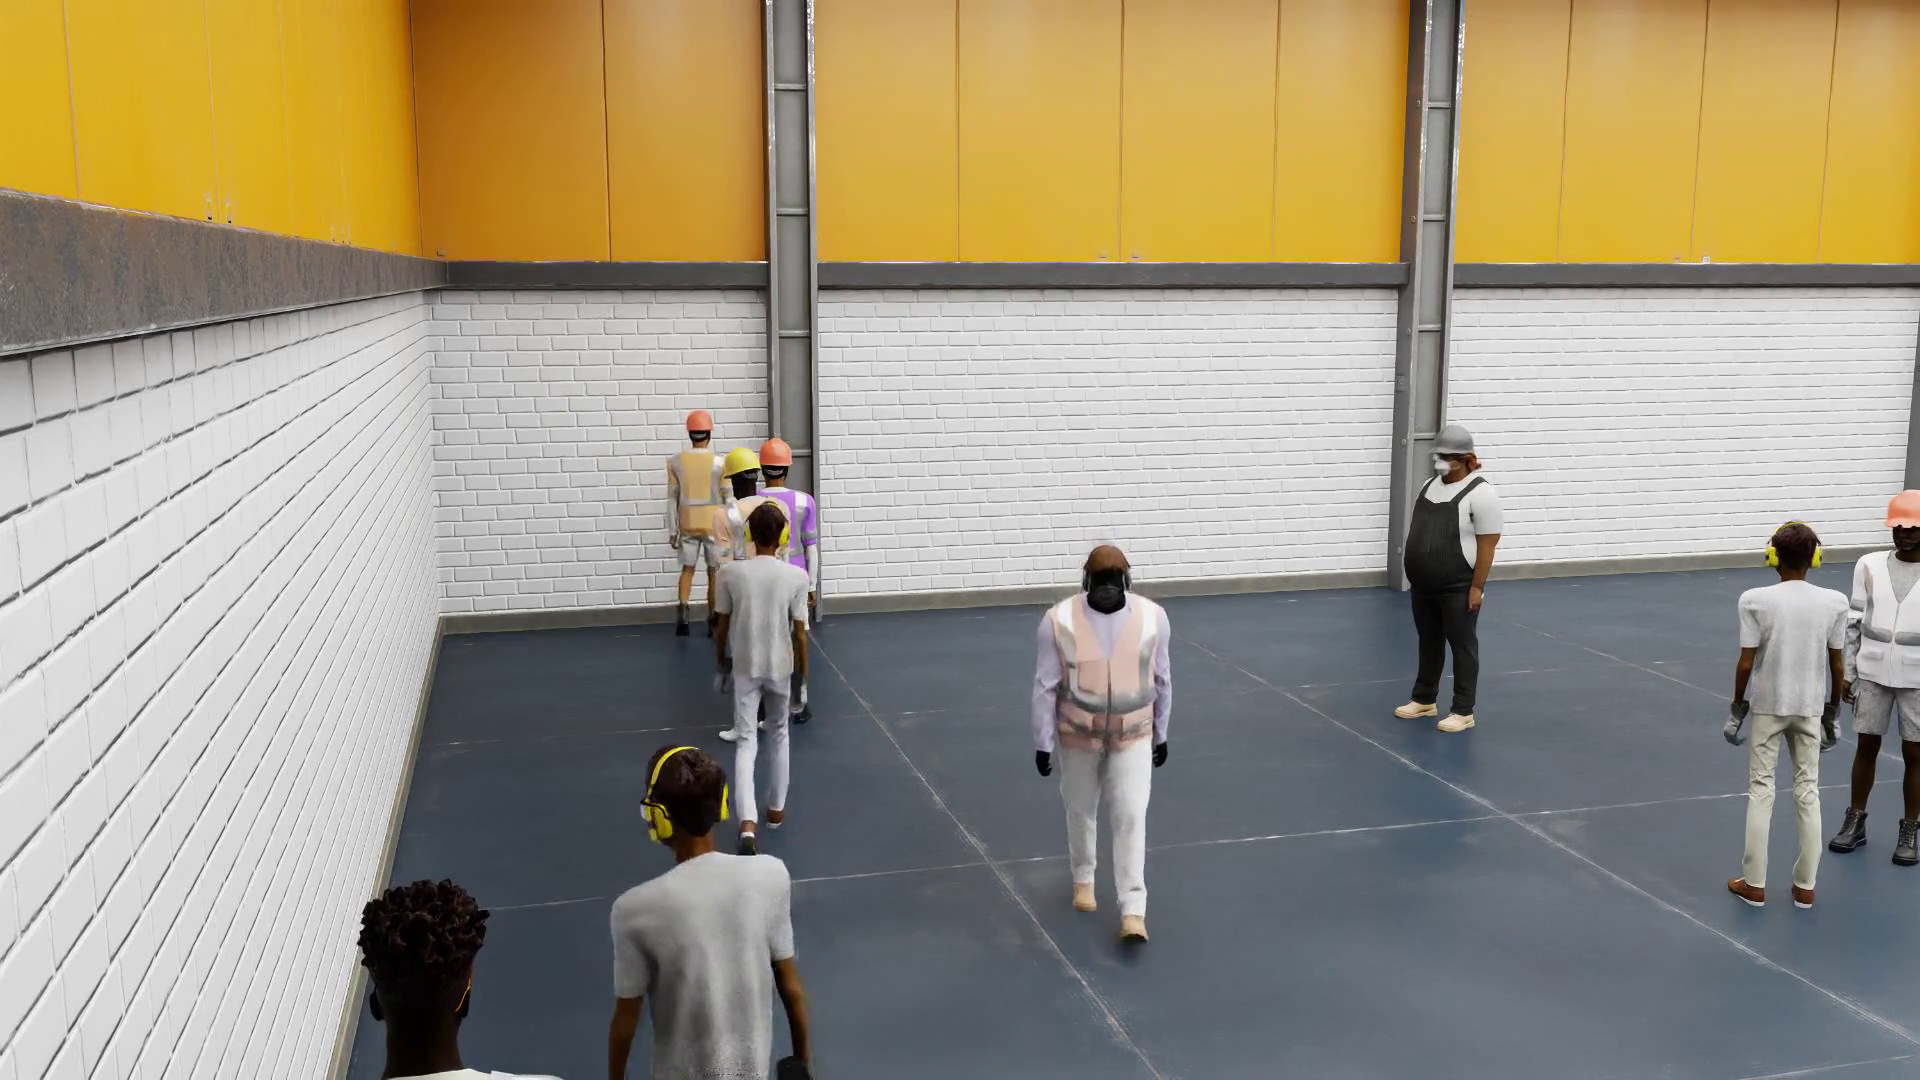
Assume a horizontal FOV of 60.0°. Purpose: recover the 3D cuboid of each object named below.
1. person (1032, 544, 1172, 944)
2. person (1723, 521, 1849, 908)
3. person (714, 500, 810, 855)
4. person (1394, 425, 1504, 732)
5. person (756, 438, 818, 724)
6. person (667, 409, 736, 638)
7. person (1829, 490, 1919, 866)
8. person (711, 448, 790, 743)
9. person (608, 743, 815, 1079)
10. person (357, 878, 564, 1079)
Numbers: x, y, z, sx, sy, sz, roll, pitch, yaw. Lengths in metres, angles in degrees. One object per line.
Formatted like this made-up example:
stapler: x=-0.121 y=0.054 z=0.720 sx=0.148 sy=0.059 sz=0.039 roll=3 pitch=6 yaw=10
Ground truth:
person: x=0.655 y=0.923 z=7.627 sx=0.656 sy=1.795 sz=0.942 roll=0 pitch=9 yaw=1
person: x=3.944 y=0.835 z=7.963 sx=0.519 sy=1.865 sz=0.326 roll=2 pitch=9 yaw=11
person: x=-1.051 y=0.717 z=8.804 sx=0.535 sy=1.838 sz=0.894 roll=-1 pitch=9 yaw=-6
person: x=3.223 y=0.245 z=11.095 sx=0.538 sy=2.000 sz=0.684 roll=-5 pitch=10 yaw=-28
person: x=-1.226 y=0.285 z=11.162 sx=0.545 sy=1.938 sz=0.356 roll=-1 pitch=9 yaw=-9
person: x=-2.116 y=-0.121 z=13.719 sx=0.564 sy=1.926 sz=0.548 roll=1 pitch=9 yaw=6
person: x=4.829 y=0.701 z=8.562 sx=0.542 sy=1.939 sz=0.365 roll=8 pitch=12 yaw=42
person: x=-1.362 y=0.361 z=10.751 sx=0.584 sy=1.918 sz=0.376 roll=-9 pitch=13 yaw=-43
person: x=-0.709 y=1.424 z=4.418 sx=0.551 sy=1.826 sz=0.865 roll=-7 pitch=11 yaw=-37
person: x=-0.943 y=1.572 z=3.042 sx=0.610 sy=1.965 sz=0.363 roll=-3 pitch=10 yaw=-17
